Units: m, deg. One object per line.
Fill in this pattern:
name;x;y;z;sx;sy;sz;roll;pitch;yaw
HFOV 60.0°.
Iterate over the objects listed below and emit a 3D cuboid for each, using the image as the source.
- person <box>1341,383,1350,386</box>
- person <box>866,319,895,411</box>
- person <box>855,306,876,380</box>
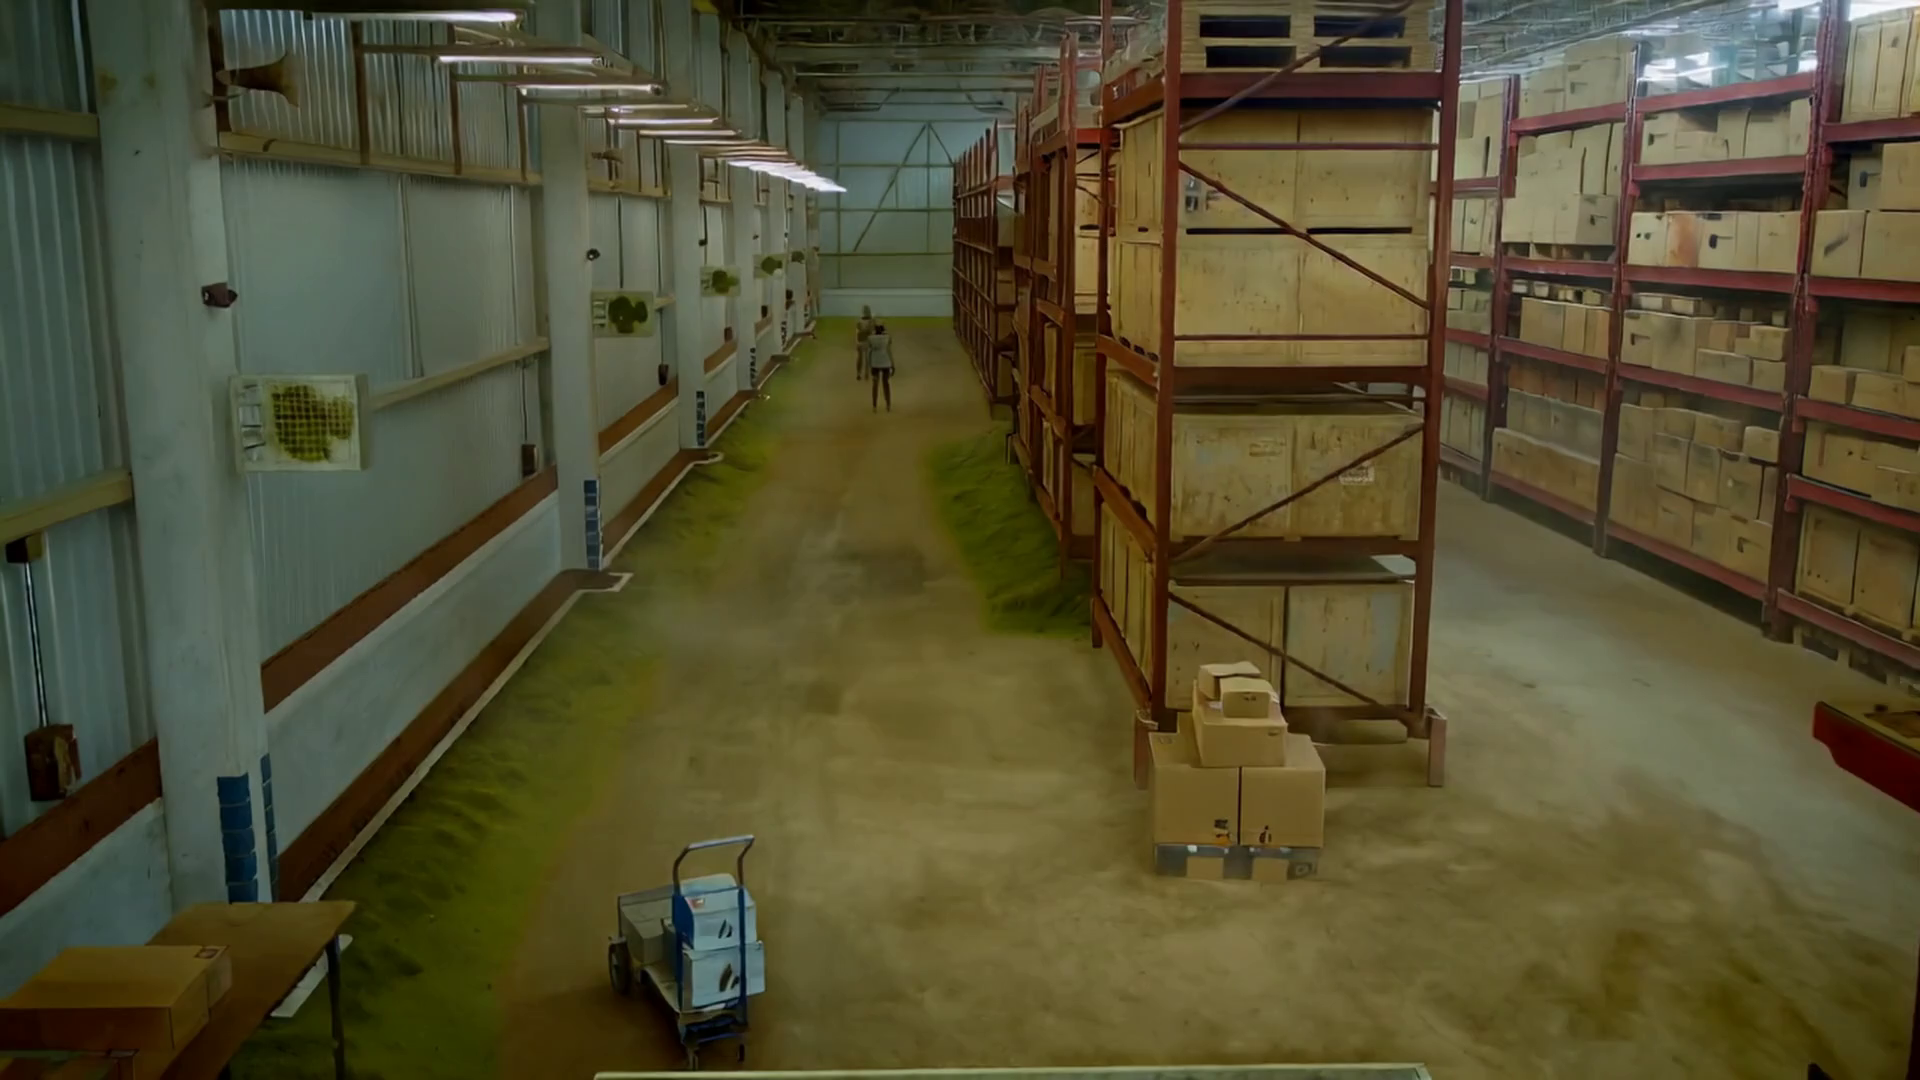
person;7.448;-3.104;32.762;0.577;1.826;0.566;1;11;4
person;-1.695;-3.750;35.703;0.617;1.986;0.408;-3;11;-15
person;-2.425;-5.050;42.668;0.593;1.910;0.388;-6;12;-27
